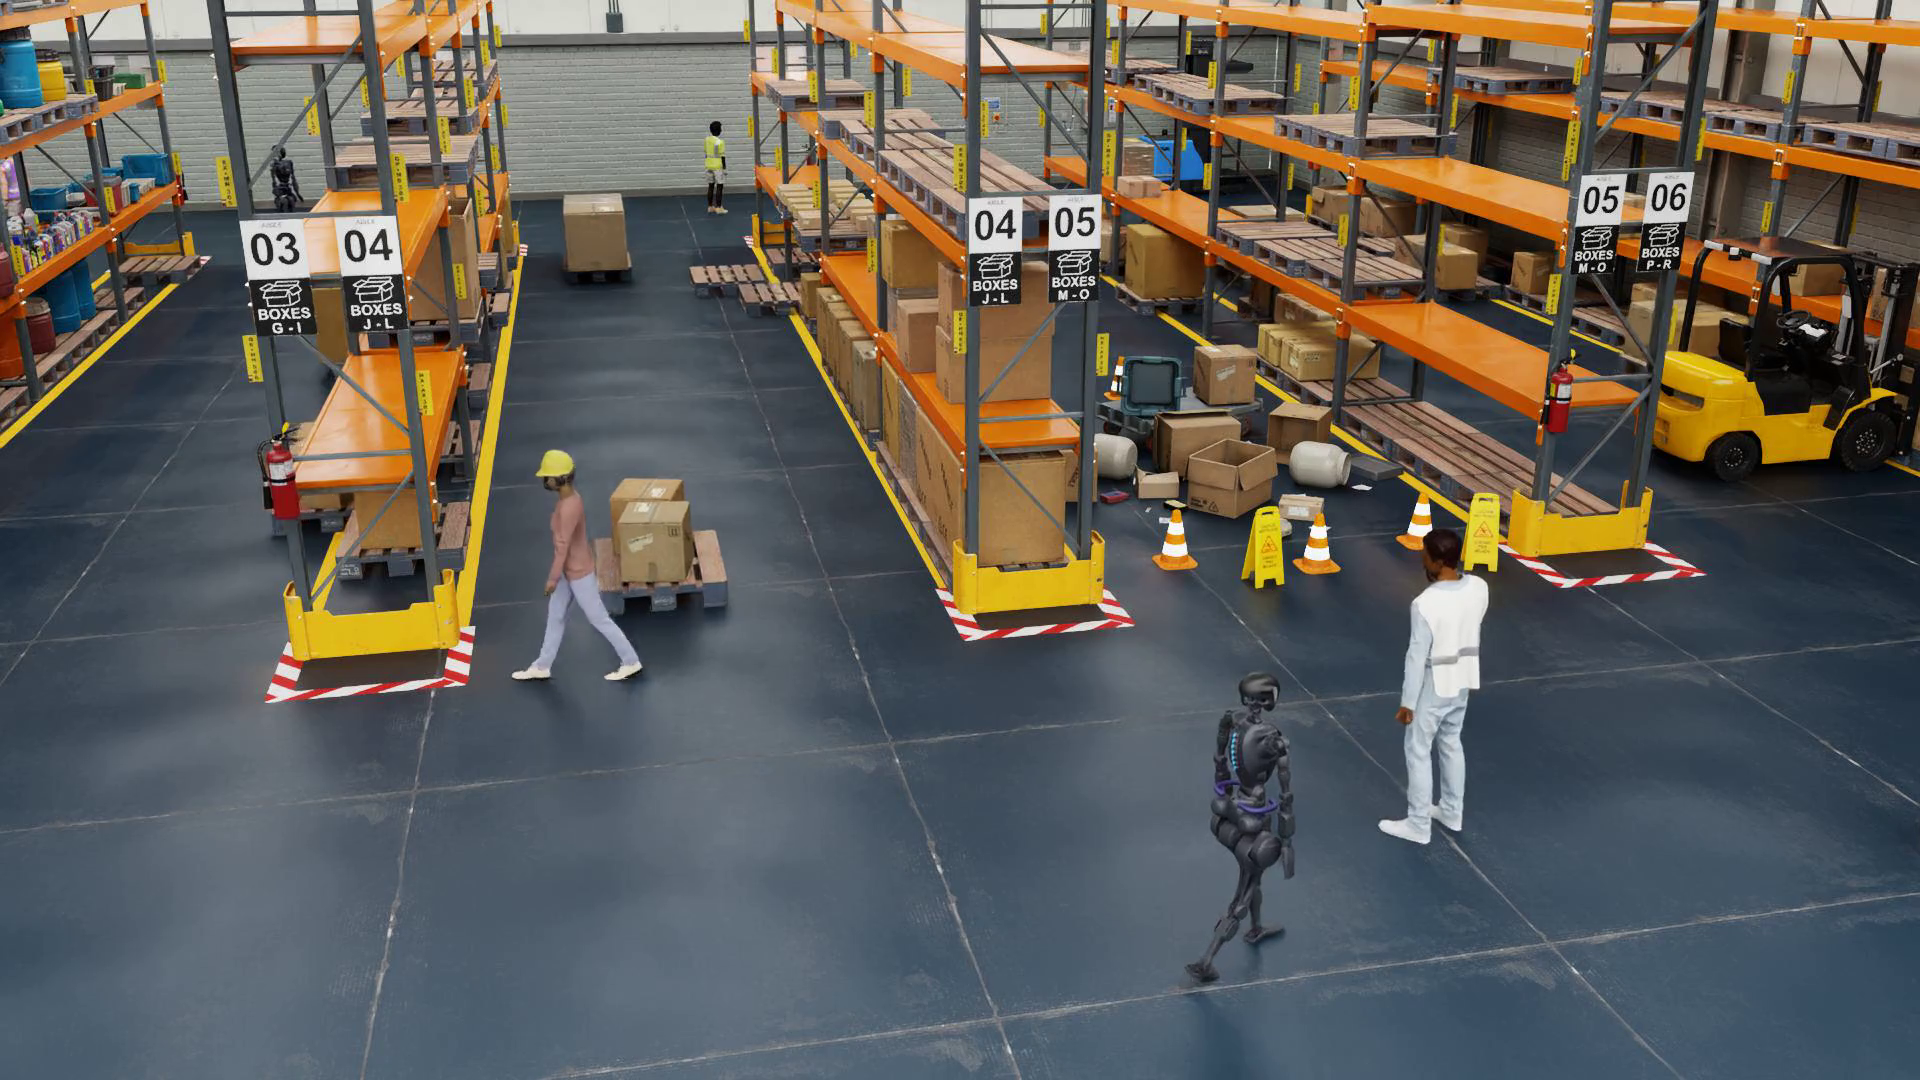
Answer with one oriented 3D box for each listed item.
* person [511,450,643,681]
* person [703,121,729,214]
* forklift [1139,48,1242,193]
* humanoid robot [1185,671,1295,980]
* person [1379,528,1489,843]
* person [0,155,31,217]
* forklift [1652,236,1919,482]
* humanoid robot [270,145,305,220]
[{"bbox_3d":[-2.695,0.201,11.572,0.901,1.715,0.524,-6,21,-16],"label":"person"},{"bbox_3d":[-4.493,-6.848,30.602,0.537,1.687,0.319,16,26,37],"label":"person"},{"bbox_3d":[4.566,-8.313,32.860,1.873,2.768,1.129,-4,21,-12],"label":"forklift"},{"bbox_3d":[1.435,1.425,8.414,0.762,1.639,0.600,-12,23,-29],"label":"humanoid robot"},{"bbox_3d":[2.779,0.846,9.593,0.602,1.901,0.392,-14,24,-33],"label":"person"},{"bbox_3d":[-15.367,-5.562,27.146,0.349,1.688,0.491,11,23,26],"label":"person"},{"bbox_3d":[8.013,-1.814,16.330,2.313,2.155,1.214,-4,21,-12],"label":"forklift"},{"bbox_3d":[-11.260,-5.749,27.671,0.461,1.647,0.595,7,21,17],"label":"humanoid robot"}]
